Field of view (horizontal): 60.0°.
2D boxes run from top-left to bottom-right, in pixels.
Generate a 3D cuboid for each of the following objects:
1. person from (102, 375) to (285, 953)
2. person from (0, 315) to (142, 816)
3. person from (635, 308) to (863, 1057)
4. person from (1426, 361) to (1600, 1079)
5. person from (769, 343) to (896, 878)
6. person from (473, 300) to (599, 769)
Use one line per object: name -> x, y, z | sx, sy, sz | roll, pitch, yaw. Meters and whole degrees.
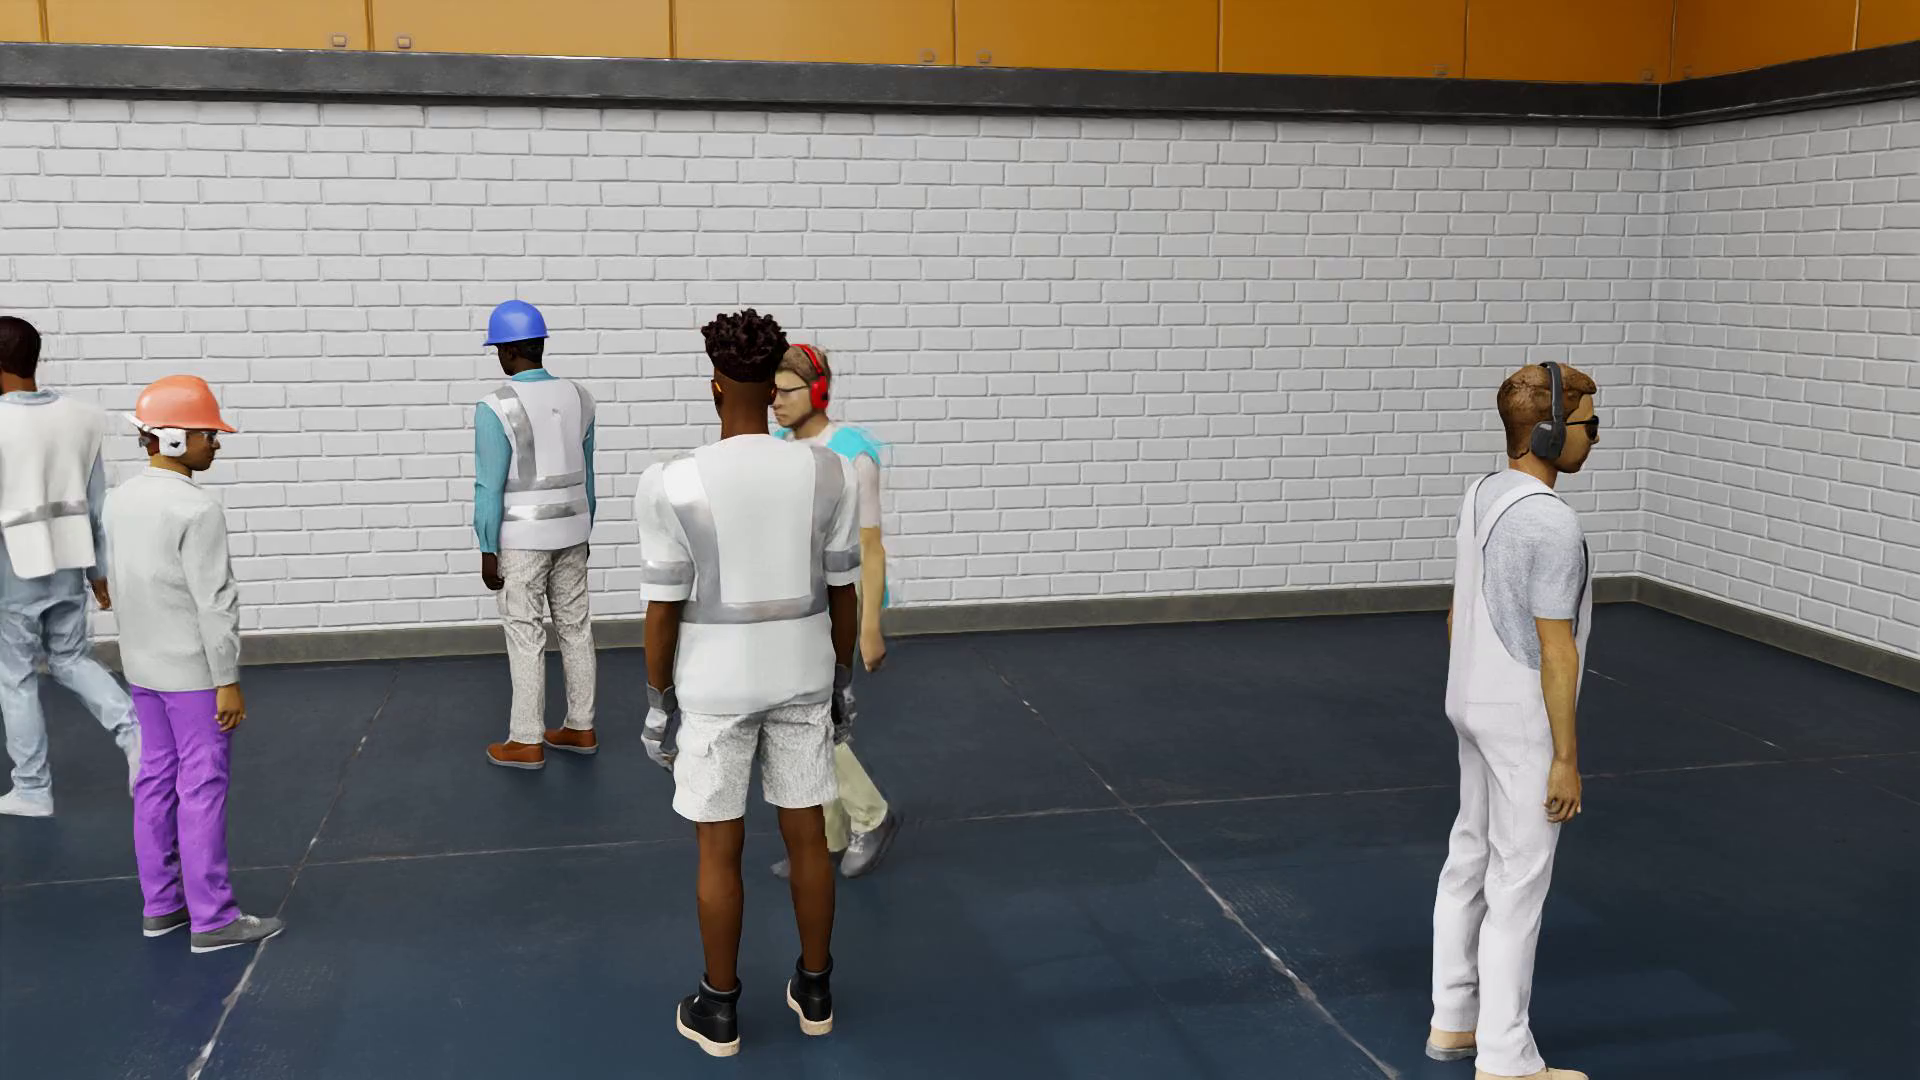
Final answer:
person -> -2.355, 0.372, 5.091 | 0.565, 1.748, 0.339 | 7, 12, 36
person -> -3.388, 0.121, 6.187 | 0.651, 1.903, 0.595 | 3, 10, 19
person -> -0.550, 0.379, 4.394 | 0.606, 1.966, 0.367 | -4, 10, -25
person -> 1.390, 0.478, 4.157 | 0.325, 1.843, 0.517 | -2, 9, -9
person -> -0.477, 0.253, 5.586 | 0.448, 1.824, 0.554 | -6, 11, -33
person -> -1.766, -0.020, 6.918 | 0.416, 1.939, 0.604 | 6, 11, 34
